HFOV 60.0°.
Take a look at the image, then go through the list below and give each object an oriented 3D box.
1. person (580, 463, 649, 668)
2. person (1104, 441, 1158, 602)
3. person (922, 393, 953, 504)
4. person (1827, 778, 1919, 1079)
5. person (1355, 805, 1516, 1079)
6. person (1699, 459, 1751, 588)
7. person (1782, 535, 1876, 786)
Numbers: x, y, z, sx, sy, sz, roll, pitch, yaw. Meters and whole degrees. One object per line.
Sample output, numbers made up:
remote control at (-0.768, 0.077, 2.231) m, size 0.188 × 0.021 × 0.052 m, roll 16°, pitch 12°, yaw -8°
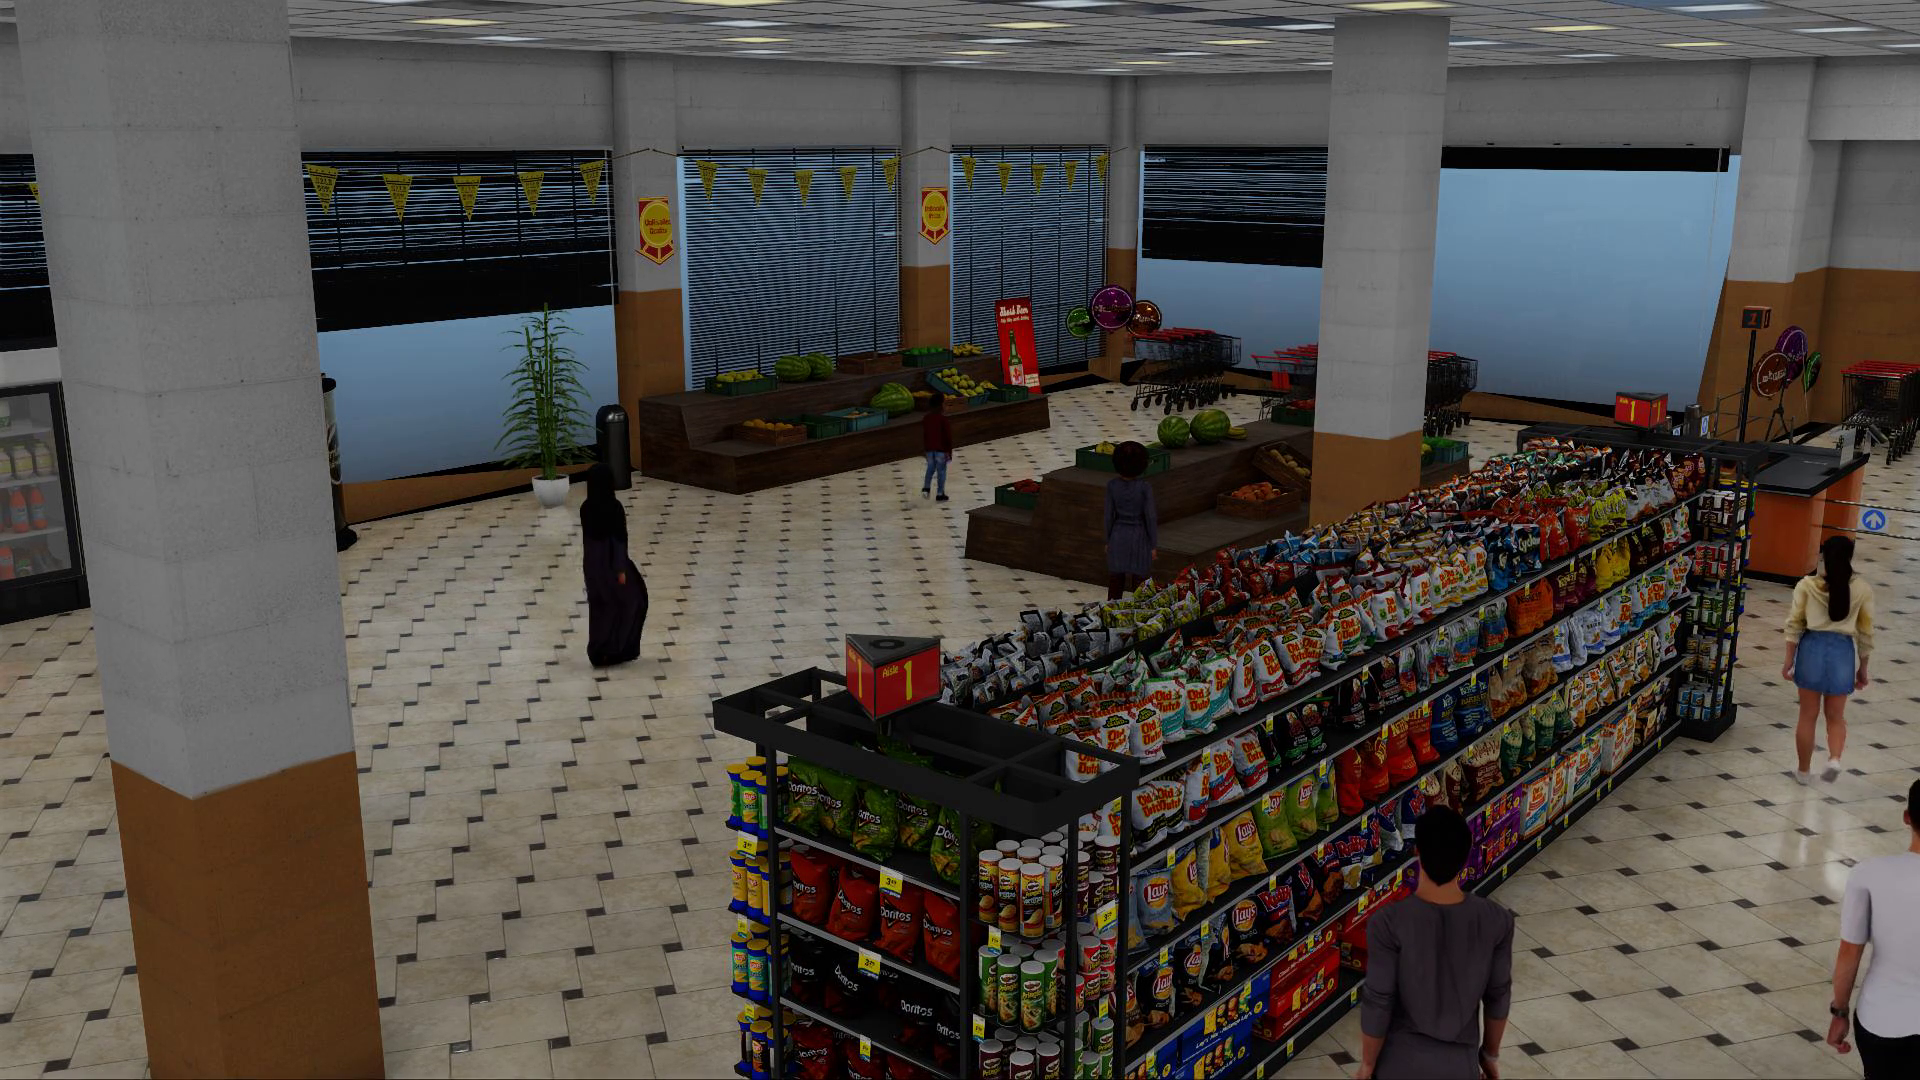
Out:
person at (-2.786, 0.205, 12.863) m, size 0.635 × 1.609 × 0.749 m, roll 10°, pitch 17°, yaw 36°
person at (1.350, 0.058, 13.256) m, size 0.636 × 1.710 × 0.607 m, roll 6°, pitch 15°, yaw 23°
person at (-0.289, -1.020, 18.680) m, size 0.567 × 1.248 × 0.636 m, roll 8°, pitch 16°, yaw 28°
person at (3.400, 1.778, 5.955) m, size 0.671 × 1.808 × 1.169 m, roll 11°, pitch 17°, yaw 37°
person at (1.624, 1.800, 5.769) m, size 0.730 × 1.854 × 0.792 m, roll -1°, pitch 14°, yaw -5°
person at (6.640, -0.108, 14.479) m, size 0.670 × 1.455 × 0.700 m, roll 3°, pitch 14°, yaw 13°
person at (5.426, 0.796, 10.414) m, size 0.794 × 1.616 × 0.867 m, roll 4°, pitch 14°, yaw 18°
